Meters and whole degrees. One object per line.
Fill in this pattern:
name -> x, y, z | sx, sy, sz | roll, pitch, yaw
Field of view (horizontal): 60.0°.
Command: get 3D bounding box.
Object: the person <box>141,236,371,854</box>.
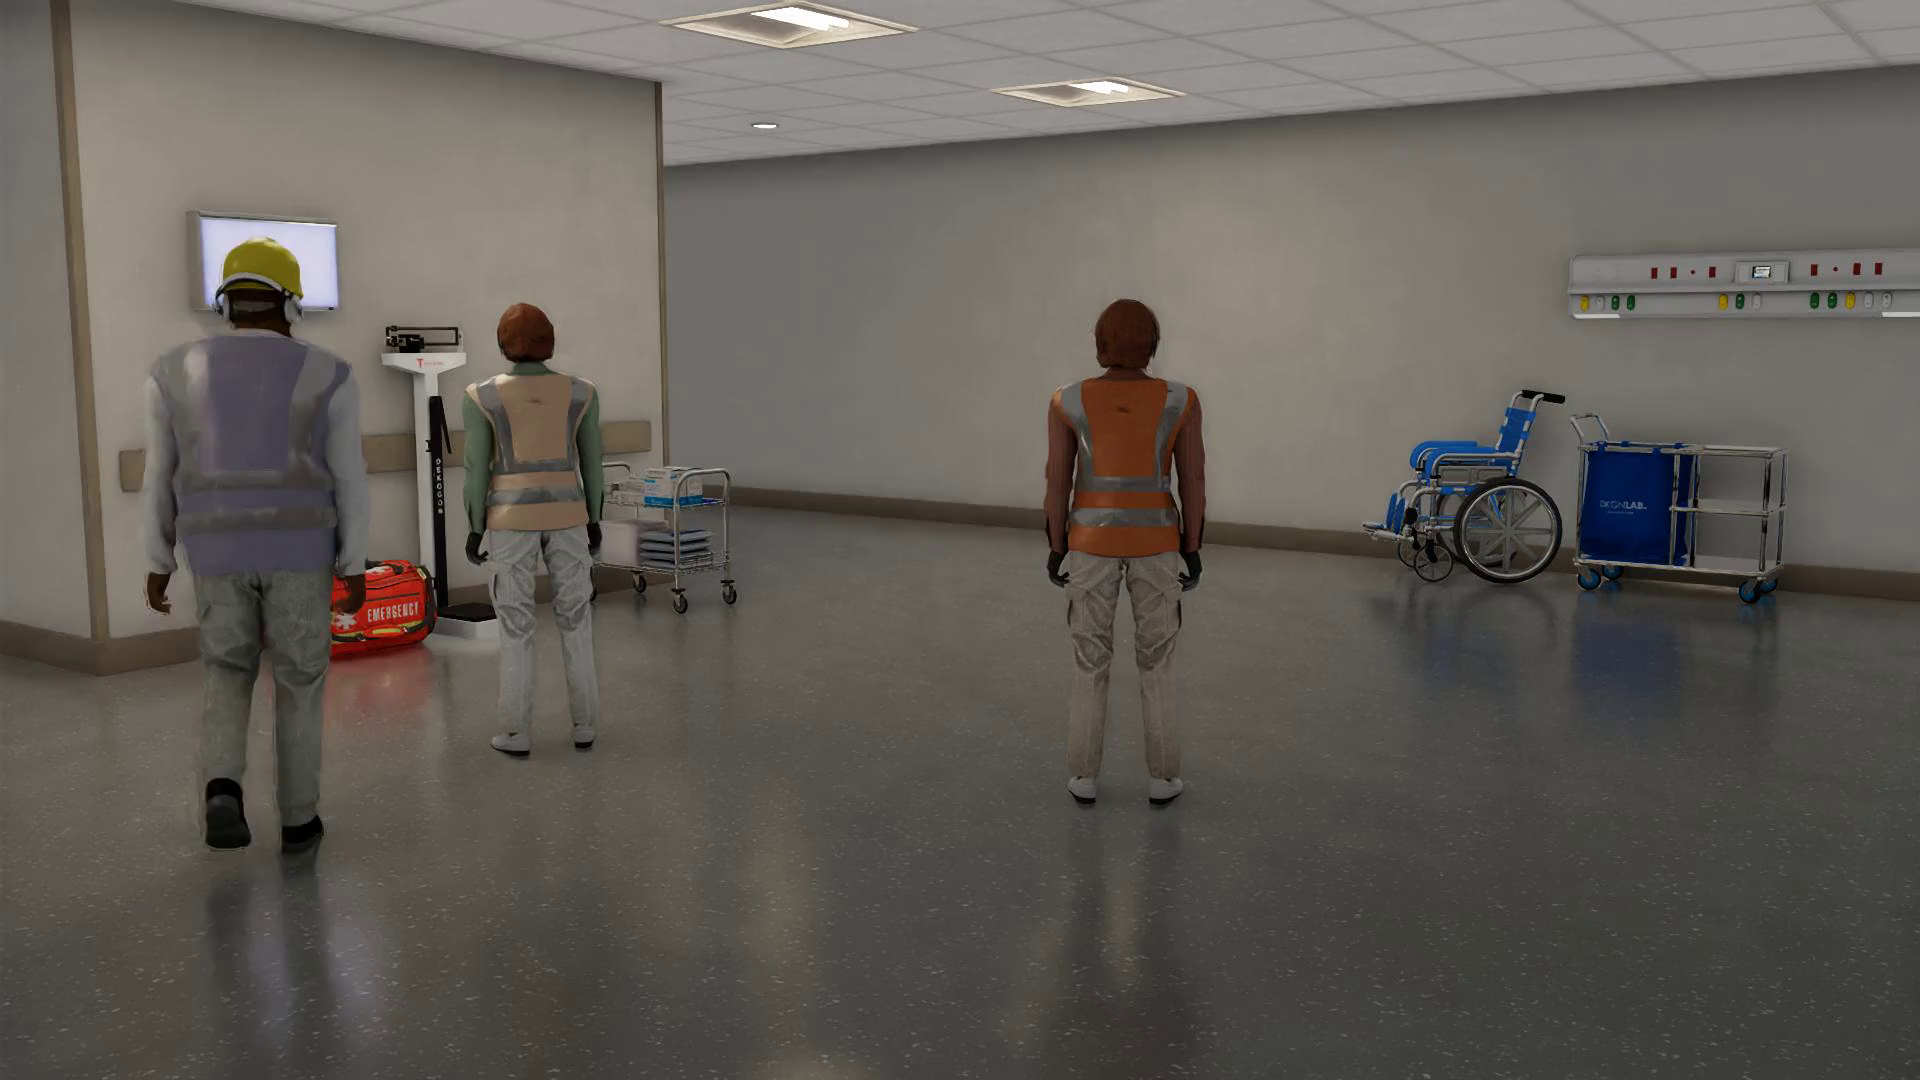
person -> -2.025, 0.033, 4.809 | 0.635, 1.810, 0.539 | -1, 7, -10

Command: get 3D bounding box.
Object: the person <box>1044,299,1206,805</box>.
person -> 0.532, 0.045, 5.389 | 0.523, 1.639, 0.306 | 1, 7, 6

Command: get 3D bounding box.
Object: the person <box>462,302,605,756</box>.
person -> -1.540, -0.036, 6.042 | 0.514, 1.639, 0.310 | -4, 8, -28
